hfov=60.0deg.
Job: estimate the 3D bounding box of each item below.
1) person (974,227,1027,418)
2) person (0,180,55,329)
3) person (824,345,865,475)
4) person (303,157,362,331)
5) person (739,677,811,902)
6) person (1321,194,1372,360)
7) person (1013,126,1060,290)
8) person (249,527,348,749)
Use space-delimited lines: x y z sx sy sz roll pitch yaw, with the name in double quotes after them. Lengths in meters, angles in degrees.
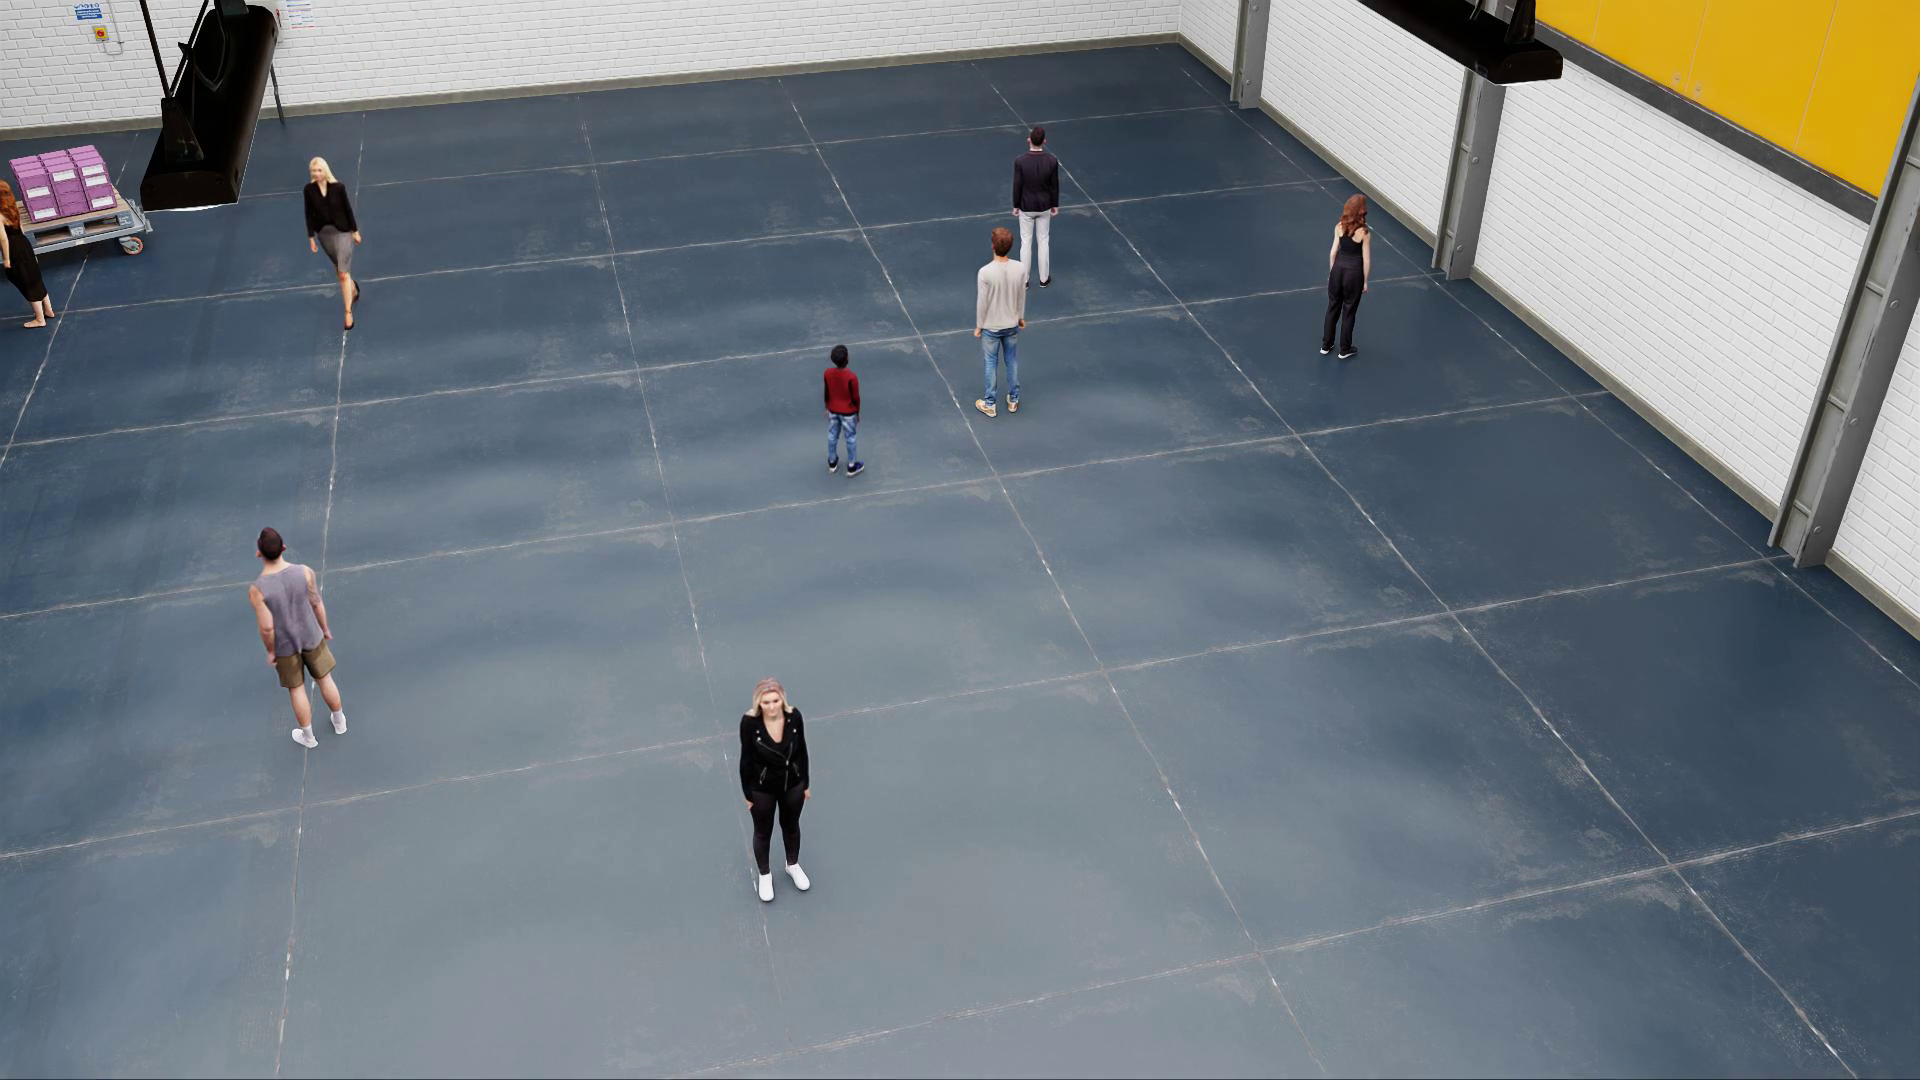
0.390 -2.078 15.915 0.688 1.904 0.596 -12 35 -17 "person"
-9.971 -3.046 17.624 0.688 1.625 0.588 1 34 1 "person"
-1.076 -1.196 15.179 0.586 1.250 0.635 15 36 21 "person"
-6.645 -3.214 17.725 0.747 1.794 1.202 -4 34 -6 "person"
-1.179 1.565 10.631 0.624 1.686 0.559 -12 35 -17 "person"
3.949 -2.703 16.998 0.648 1.747 0.729 22 39 29 "person"
0.828 -3.671 18.367 0.711 1.844 0.631 -1 34 -2 "person"
-4.736 0.697 11.857 0.718 1.846 0.727 -26 42 -33 "person"
